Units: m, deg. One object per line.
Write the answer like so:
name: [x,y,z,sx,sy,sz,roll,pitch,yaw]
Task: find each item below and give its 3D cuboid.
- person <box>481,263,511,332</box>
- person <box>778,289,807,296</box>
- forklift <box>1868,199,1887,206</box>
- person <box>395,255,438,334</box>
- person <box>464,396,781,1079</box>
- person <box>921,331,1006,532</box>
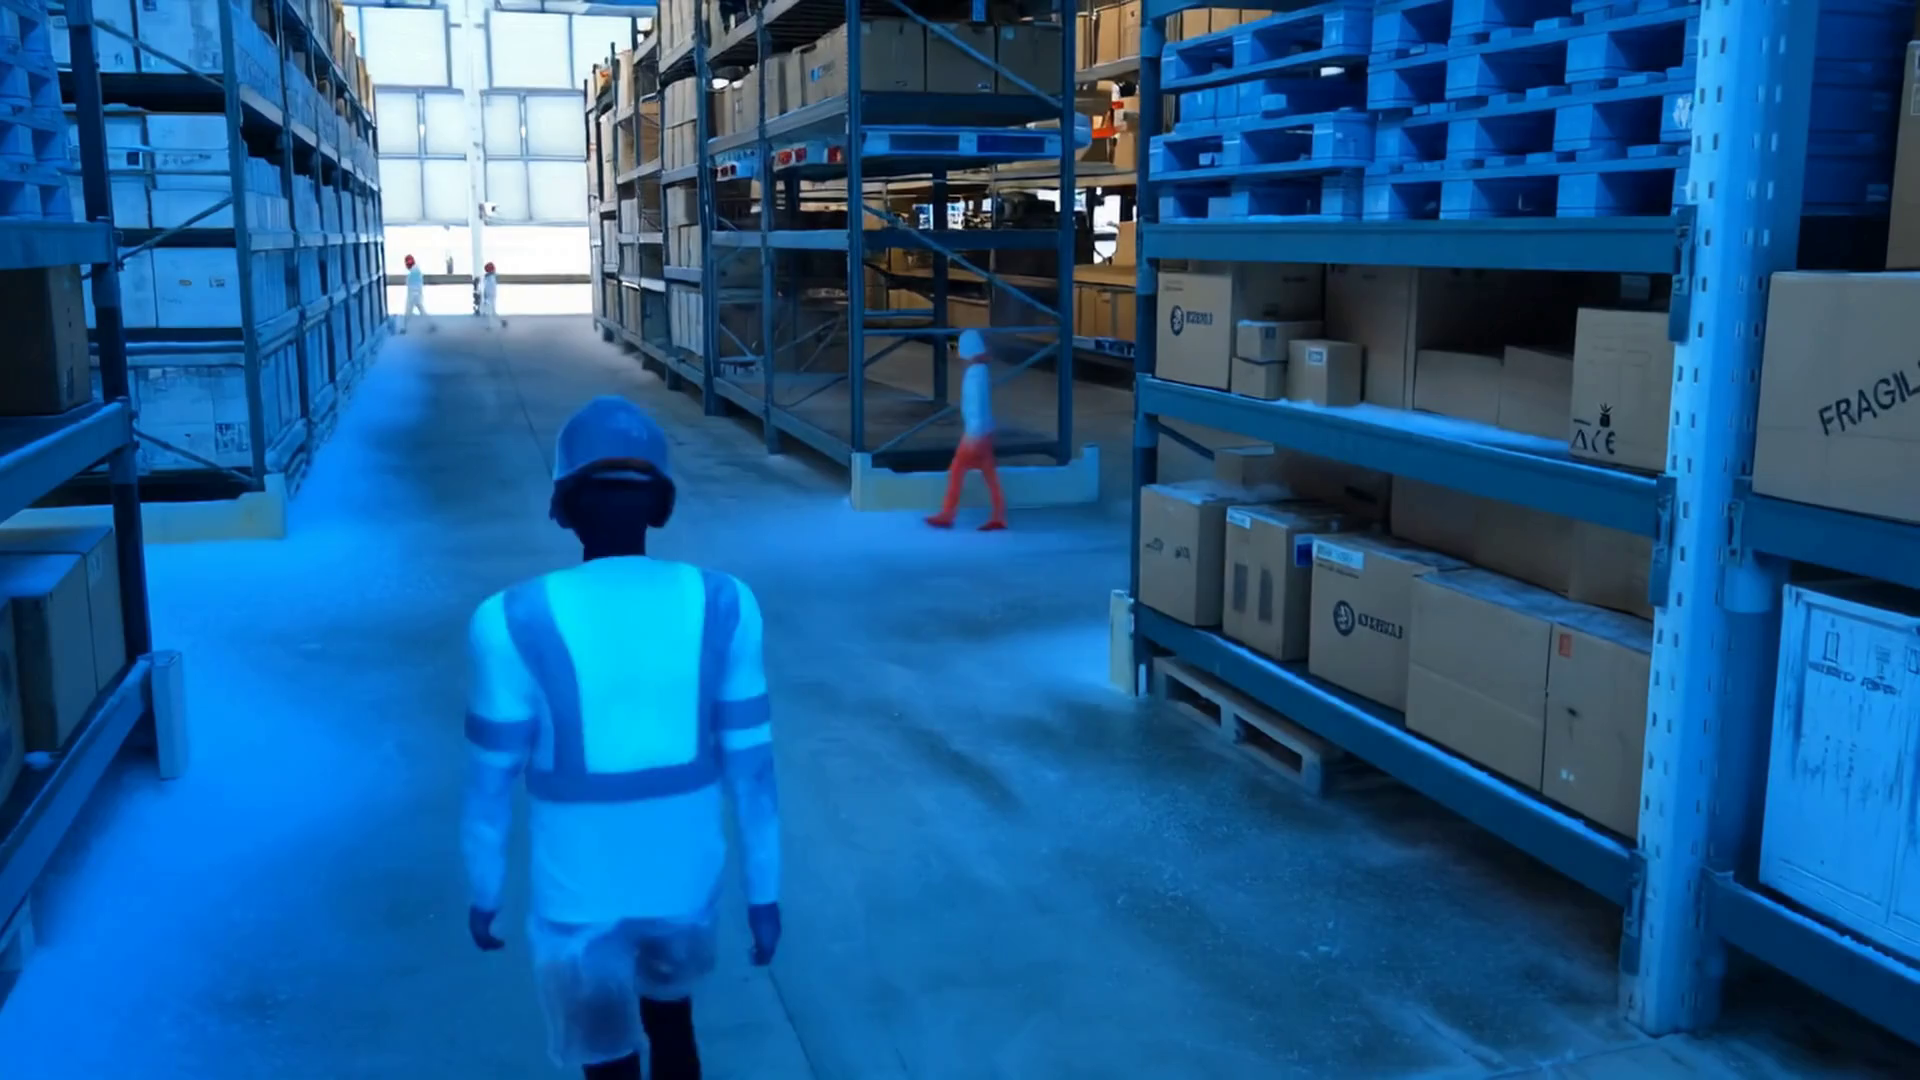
person: [-11.469,-5.965,40.941,0.662,1.719,0.492,-3,11,-14]
person: [-3.669,-5.170,36.342,0.652,1.808,0.817,-3,11,-16]
forklift: [11.338,-2.915,21.052,1.129,2.768,1.873,-3,11,-17]
person: [-13.272,-5.982,40.565,1.019,1.902,0.623,-3,11,-14]
person: [-0.746,0.701,3.601,0.616,2.004,0.886,-6,12,-28]
person: [0.026,-0.852,13.234,0.759,1.602,0.537,2,11,12]
